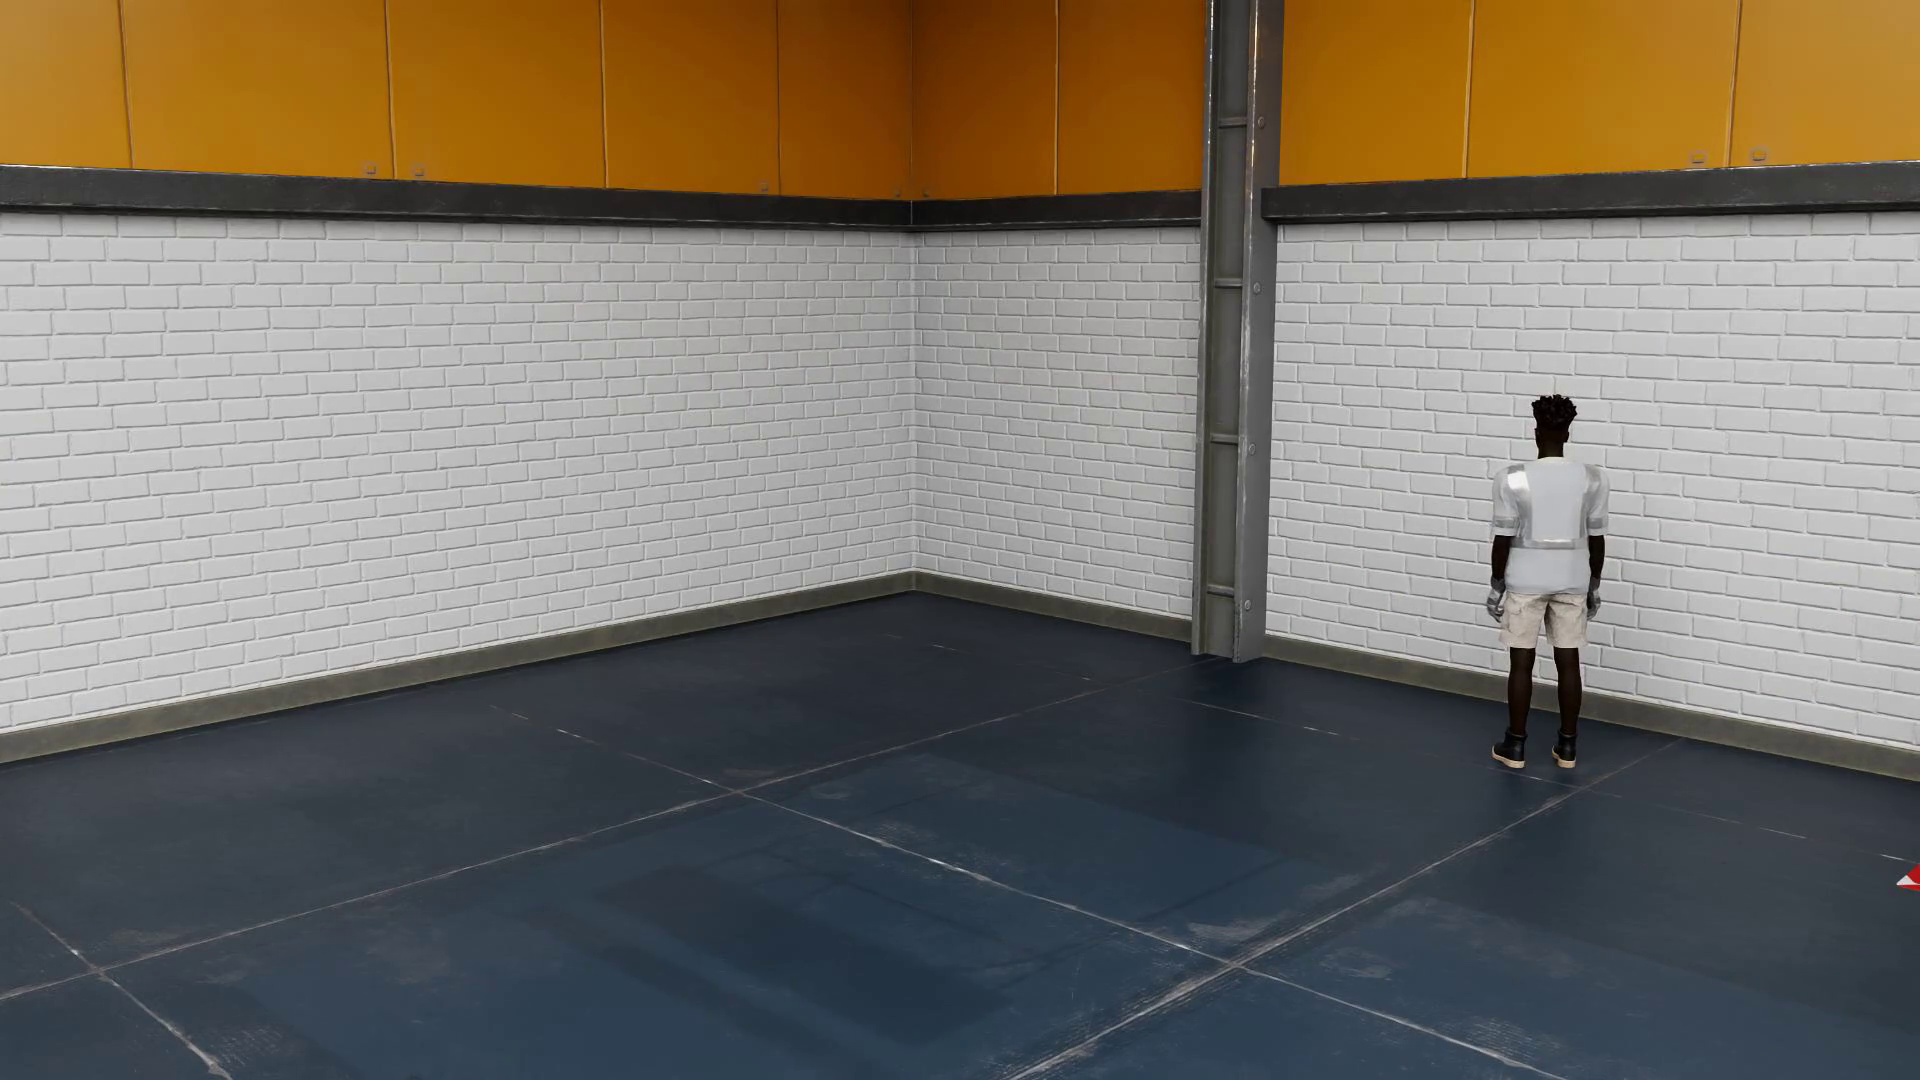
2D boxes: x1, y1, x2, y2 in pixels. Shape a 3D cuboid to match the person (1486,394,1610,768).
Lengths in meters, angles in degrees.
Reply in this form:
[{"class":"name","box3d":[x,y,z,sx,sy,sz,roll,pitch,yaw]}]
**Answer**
[{"class":"person","box3d":[3.052,0.238,8.683,0.603,1.933,0.368,0,9,3]}]
